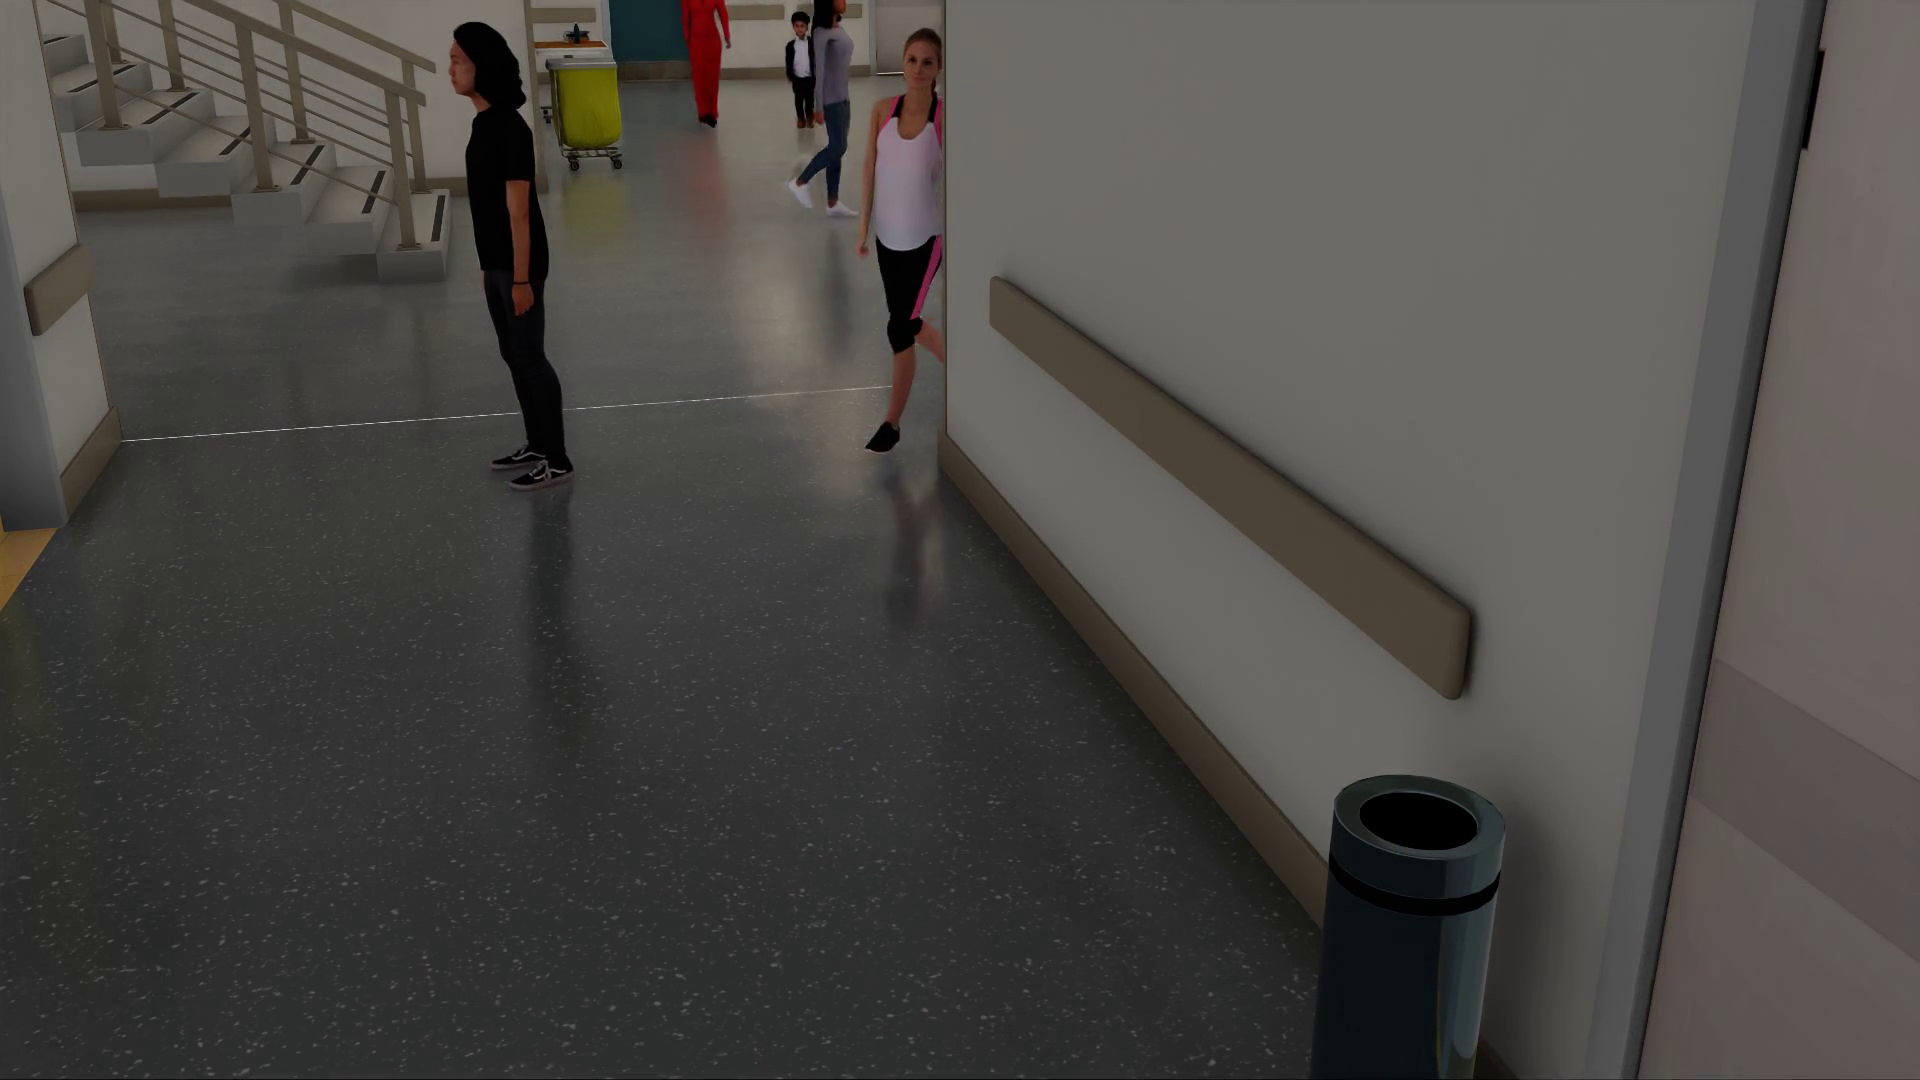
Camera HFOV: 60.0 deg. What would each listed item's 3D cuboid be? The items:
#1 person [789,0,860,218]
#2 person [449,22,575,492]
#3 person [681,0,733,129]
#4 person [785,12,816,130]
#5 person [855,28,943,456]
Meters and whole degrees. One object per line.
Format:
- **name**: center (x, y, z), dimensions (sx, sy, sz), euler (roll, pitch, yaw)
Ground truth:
- **person**: center (-1.057, -3.311, 12.595), dimensions (0.881, 1.725, 0.791), euler (5, 21, 13)
- **person**: center (-1.790, -1.134, 6.683), dimensions (0.622, 1.827, 0.677), euler (-12, 24, -28)
- **person**: center (-2.725, -5.280, 17.786), dimensions (1.092, 1.730, 0.690), euler (-6, 22, -16)
- **person**: center (-1.694, -5.060, 17.936), dimensions (0.620, 1.212, 0.631), euler (-2, 21, -4)
- **person**: center (-0.169, -1.282, 7.202), dimensions (1.115, 1.750, 1.149), euler (11, 23, 27)
